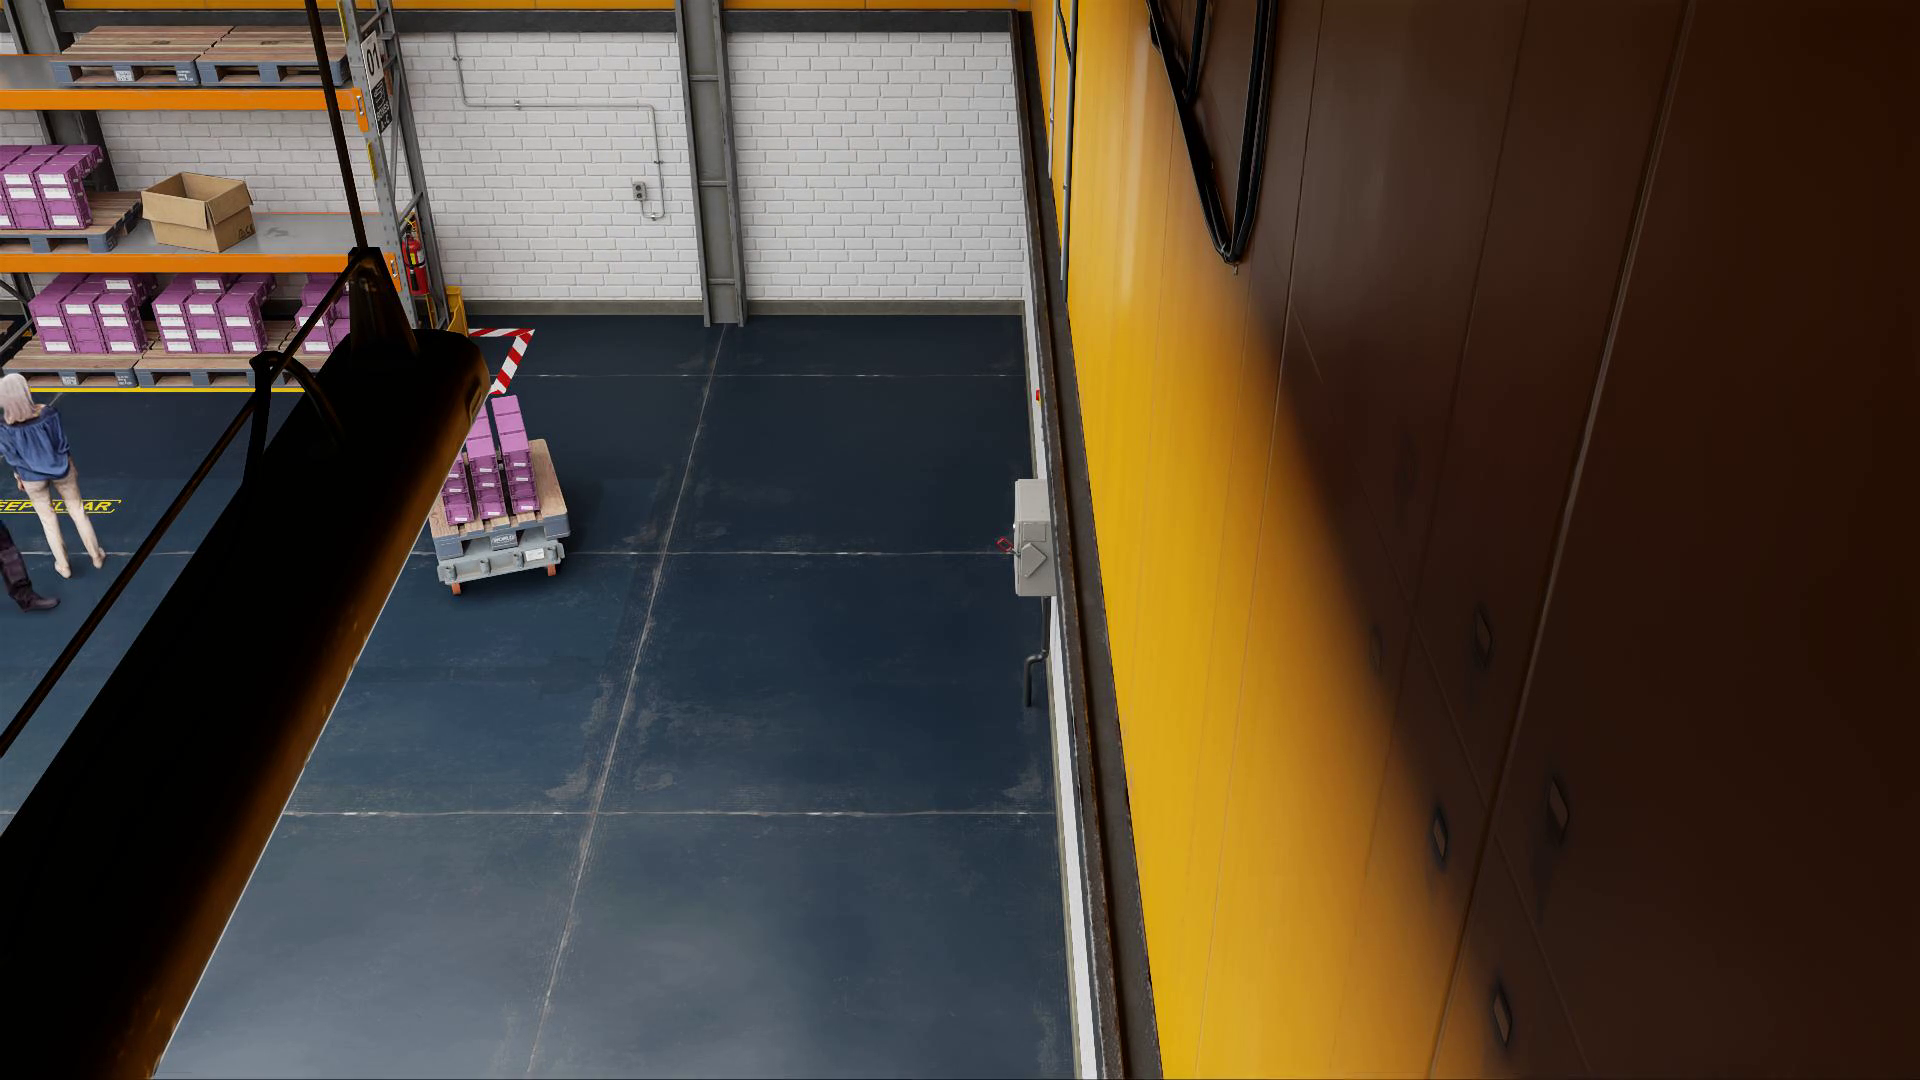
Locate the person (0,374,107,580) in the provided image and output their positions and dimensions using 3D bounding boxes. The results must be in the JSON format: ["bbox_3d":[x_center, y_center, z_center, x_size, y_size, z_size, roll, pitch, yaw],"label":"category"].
[{"bbox_3d":[-6.907,-0.492,12.585,0.676,1.703,0.768,-20,39,-27],"label":"person"}]
